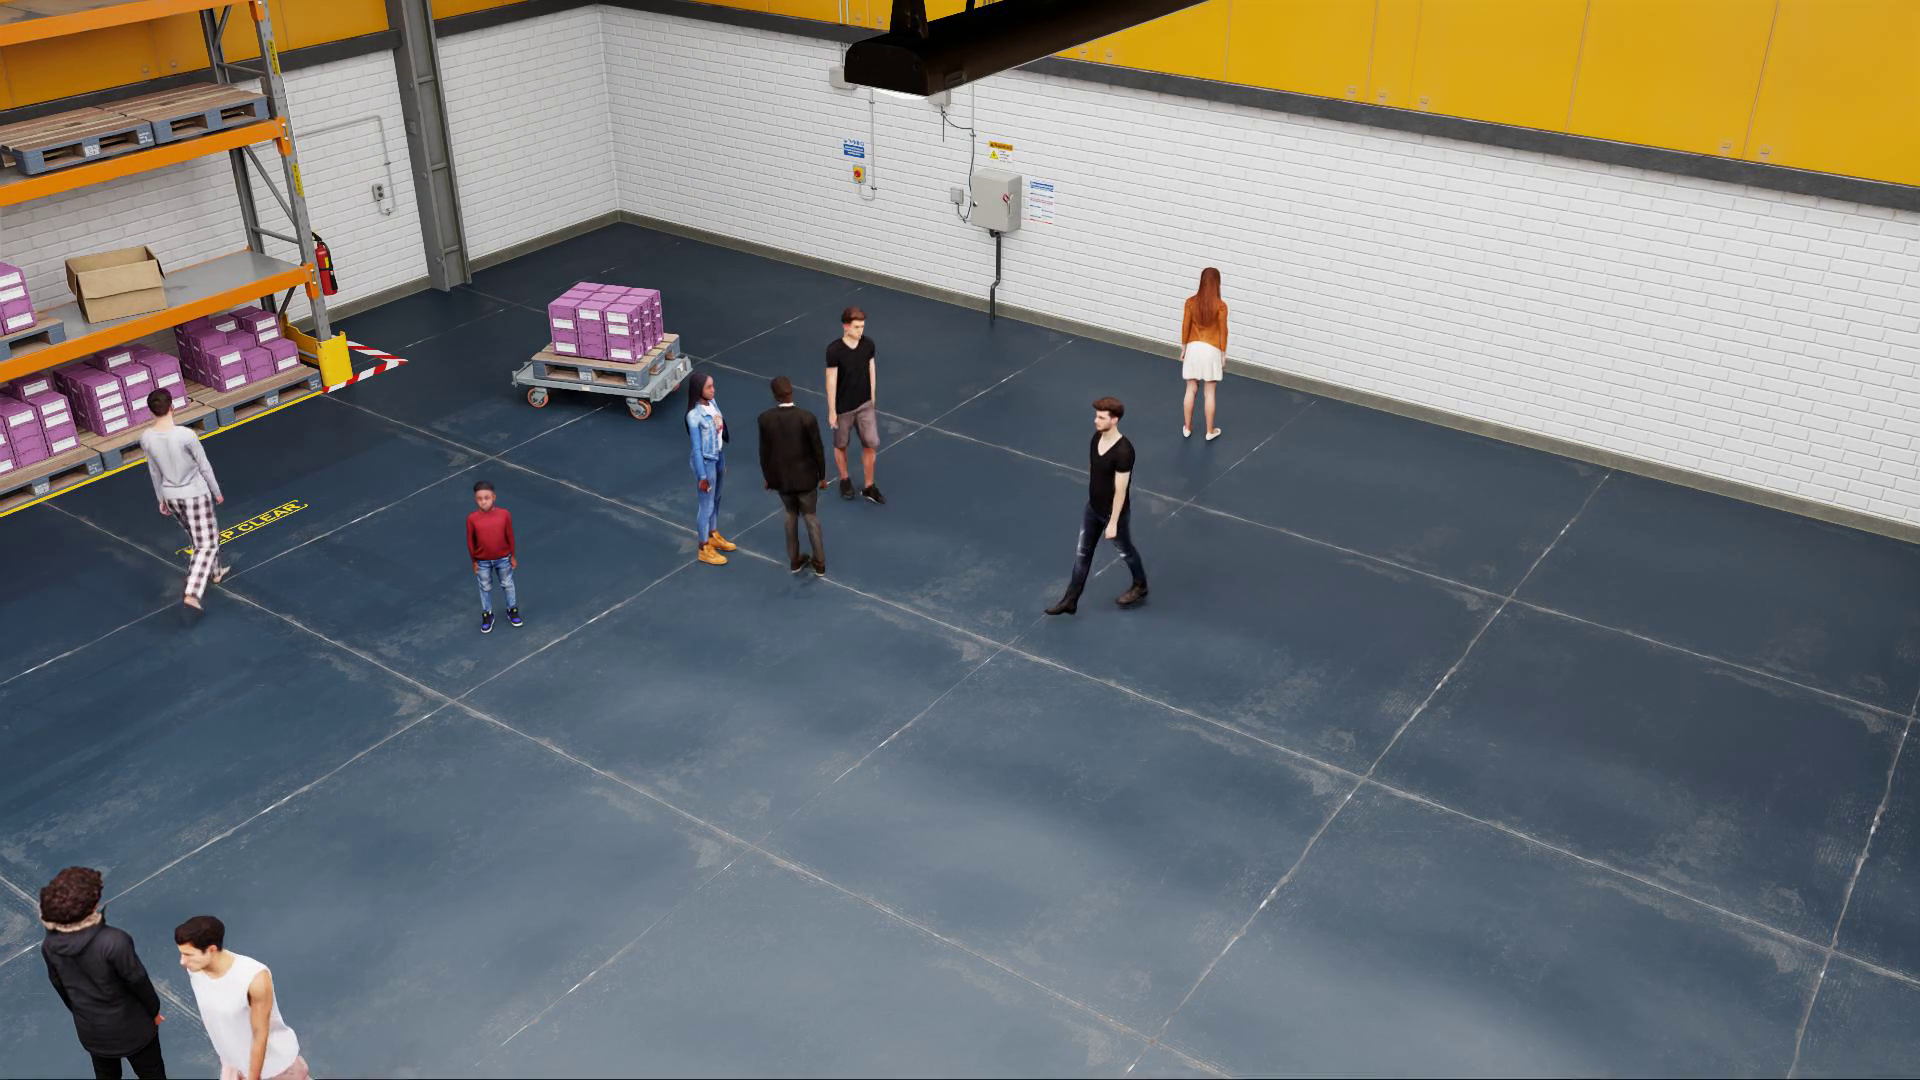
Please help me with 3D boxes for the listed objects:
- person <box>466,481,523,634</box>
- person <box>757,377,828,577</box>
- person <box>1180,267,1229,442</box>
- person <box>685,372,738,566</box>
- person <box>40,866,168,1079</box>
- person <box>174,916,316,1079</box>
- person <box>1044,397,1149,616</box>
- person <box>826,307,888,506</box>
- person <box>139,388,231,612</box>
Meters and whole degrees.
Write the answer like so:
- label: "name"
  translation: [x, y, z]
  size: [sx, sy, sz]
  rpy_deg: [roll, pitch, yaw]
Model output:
- label: "person"
  translation: [-3.685, 0.107, 13.102]
  size: [0.575, 1.256, 0.651]
  rpy_deg: [-9, 30, -16]
- label: "person"
  translation: [-1.384, -0.466, 13.610]
  size: [0.810, 1.776, 0.817]
  rpy_deg: [8, 30, 15]
- label: "person"
  translation: [2.358, -1.801, 16.118]
  size: [0.653, 1.717, 0.625]
  rpy_deg: [12, 31, 21]
- label: "person"
  translation: [-2.124, -0.623, 13.965]
  size: [0.718, 1.711, 0.570]
  rpy_deg: [7, 29, 12]
- label: "person"
  translation: [-4.270, 2.382, 8.382]
  size: [0.735, 1.781, 0.773]
  rpy_deg: [1, 29, 1]
- label: "person"
  translation: [-3.409, 2.494, 8.239]
  size: [0.869, 1.722, 1.205]
  rpy_deg: [9, 30, 15]
- label: "person"
  translation: [1.259, -0.250, 13.133]
  size: [1.305, 1.853, 1.044]
  rpy_deg: [-15, 32, -25]
- label: "person"
  translation: [-1.019, -1.256, 14.991]
  size: [0.945, 1.840, 0.973]
  rpy_deg: [-12, 31, -21]
- label: "person"
  translation: [-6.180, -0.301, 13.263]
  size: [0.963, 1.817, 1.184]
  rpy_deg: [3, 29, 5]
